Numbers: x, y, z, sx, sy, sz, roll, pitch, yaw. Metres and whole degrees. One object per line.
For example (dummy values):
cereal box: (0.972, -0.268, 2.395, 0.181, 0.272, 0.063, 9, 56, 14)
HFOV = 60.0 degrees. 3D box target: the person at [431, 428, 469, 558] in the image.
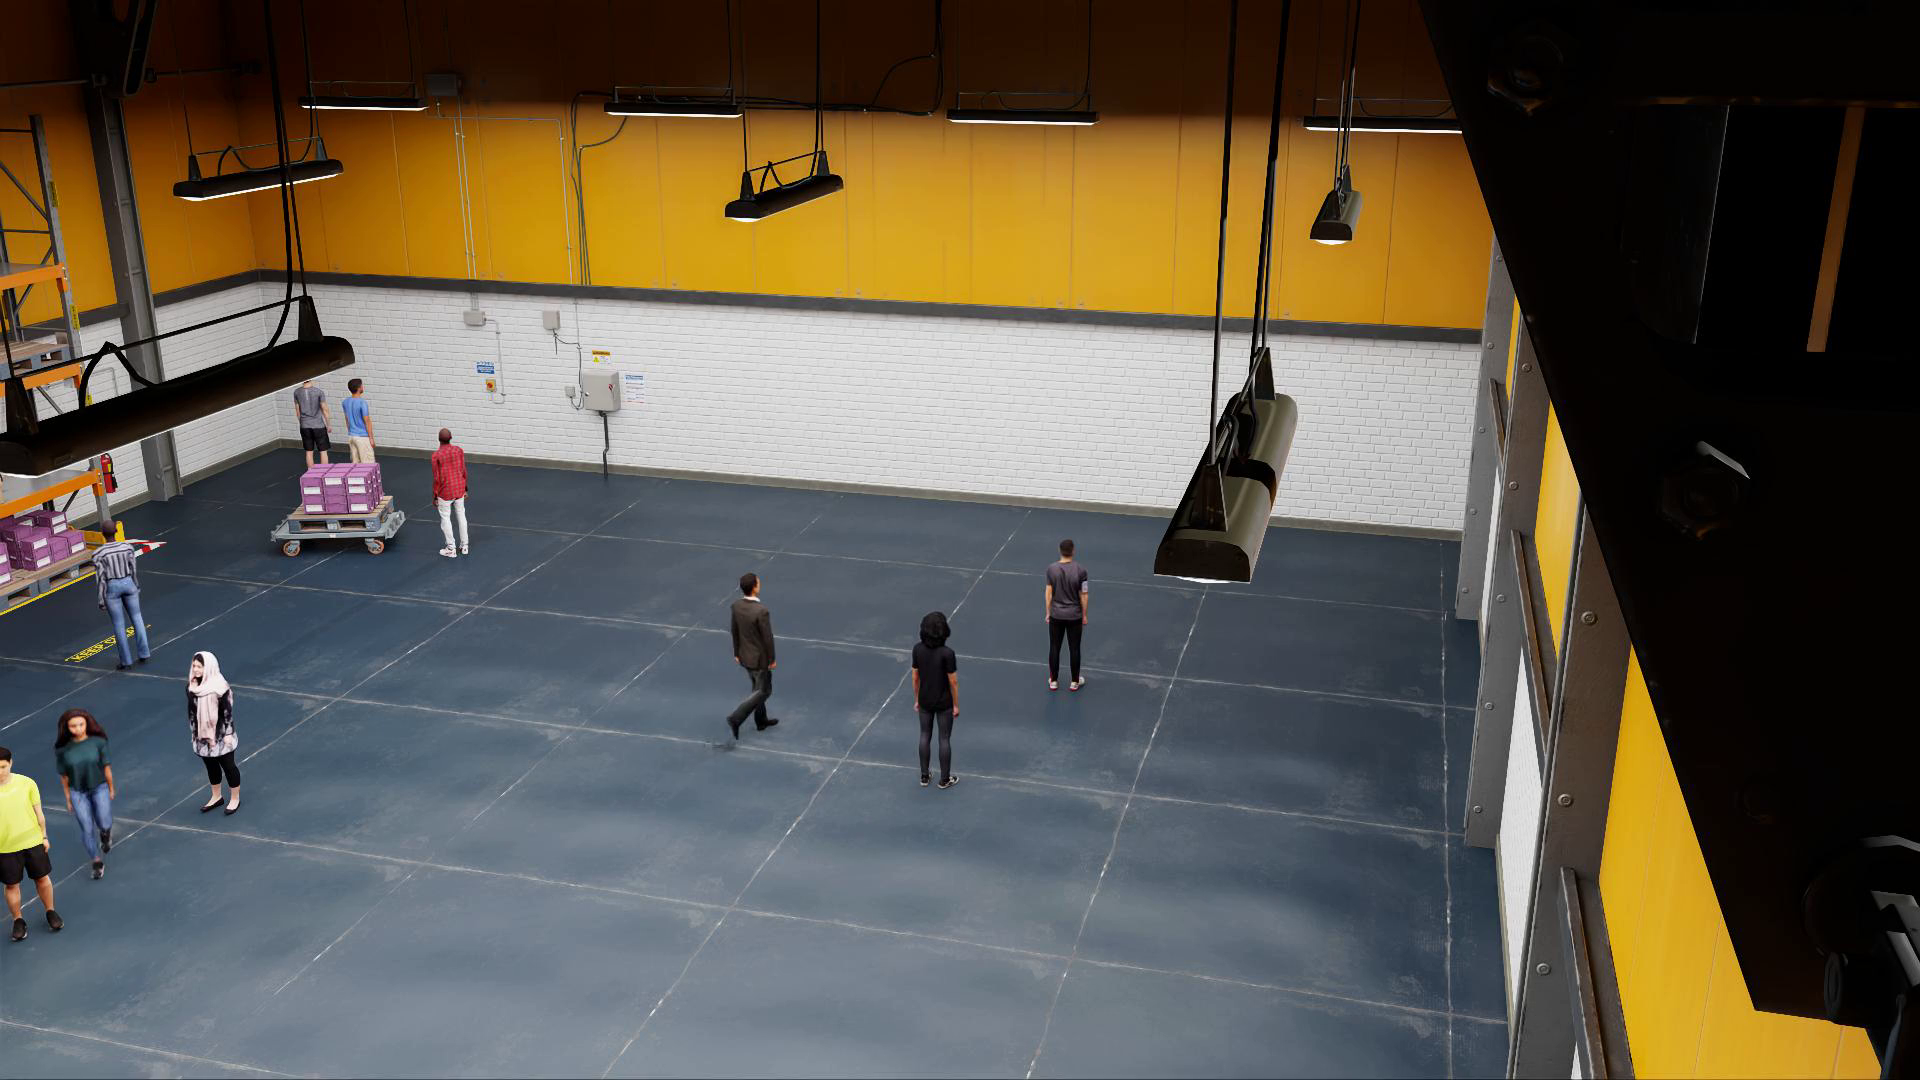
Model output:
person: (-7.053, -0.679, 23.025, 0.705, 1.820, 0.817, -17, 25, -41)

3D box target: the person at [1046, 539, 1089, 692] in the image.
person: (1.183, 0.835, 18.619, 0.643, 1.765, 0.560, 3, 19, 10)

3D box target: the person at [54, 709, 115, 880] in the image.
person: (-7.763, 2.205, 14.811, 0.798, 1.597, 0.874, -7, 20, -21)

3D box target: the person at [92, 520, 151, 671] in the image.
person: (-9.682, 0.626, 19.189, 0.754, 1.796, 0.615, 15, 24, 38)

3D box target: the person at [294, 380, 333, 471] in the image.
person: (-10.229, -1.800, 26.276, 0.712, 1.871, 0.643, 0, 19, 0)

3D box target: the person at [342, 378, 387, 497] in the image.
person: (-9.241, -1.573, 25.615, 0.684, 1.863, 0.611, 9, 20, 24)

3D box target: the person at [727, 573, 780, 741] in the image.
person: (-2.203, 1.242, 17.379, 0.950, 1.783, 1.096, 16, 25, 40)

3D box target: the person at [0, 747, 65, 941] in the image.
person: (-7.832, 2.483, 13.812, 0.675, 1.707, 0.747, -12, 22, -31)

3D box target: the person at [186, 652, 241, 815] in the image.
person: (-7.129, 1.820, 15.891, 0.615, 1.638, 0.603, 4, 19, 13)

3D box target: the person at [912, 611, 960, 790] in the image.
person: (-0.246, 1.564, 16.342, 0.657, 1.836, 0.570, 8, 20, 22)
